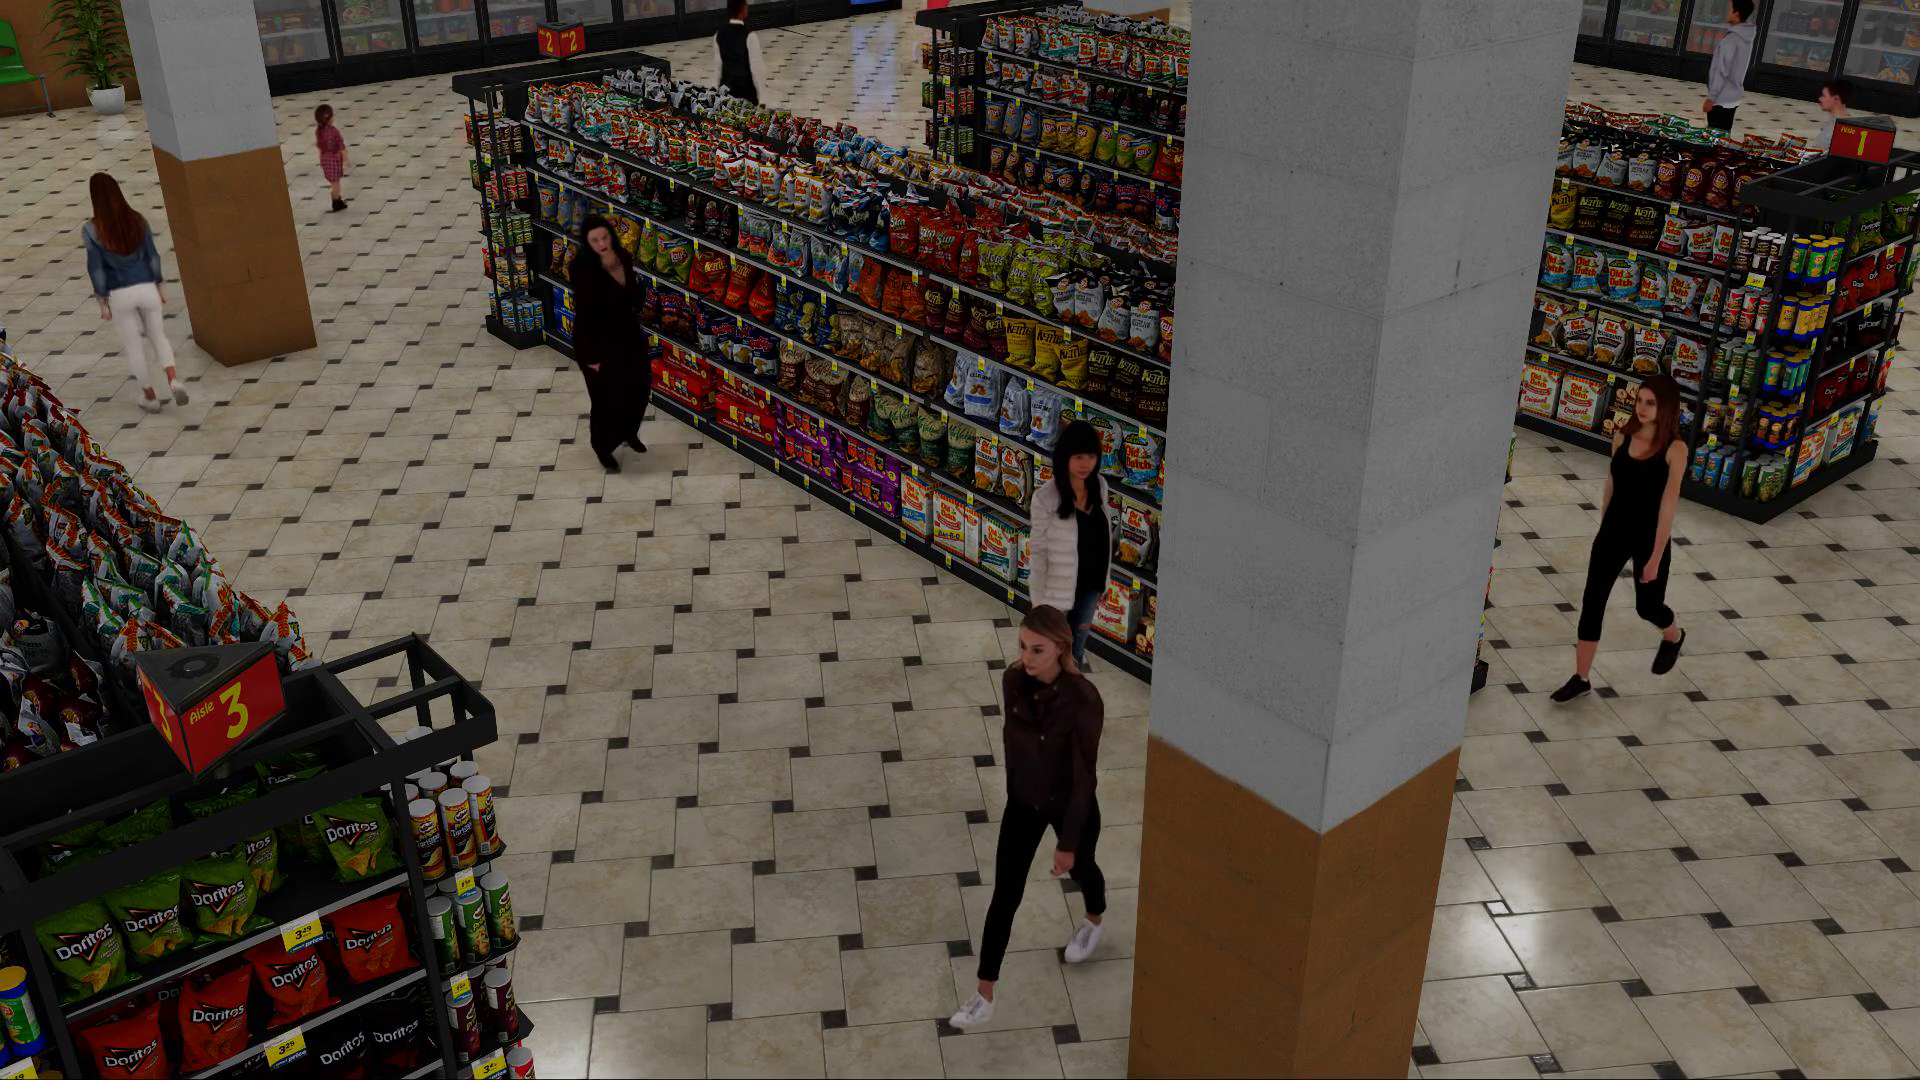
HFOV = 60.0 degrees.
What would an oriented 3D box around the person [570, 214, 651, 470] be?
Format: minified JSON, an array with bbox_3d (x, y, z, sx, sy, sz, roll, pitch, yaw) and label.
[{"bbox_3d":[-2.243,-1.235,10.481,0.824,1.714,0.798,10,29,19],"label":"person"}]

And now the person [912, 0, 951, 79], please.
[{"bbox_3d":[-0.352,-6.914,21.575,0.598,1.810,0.913,-22,34,-37],"label":"person"}]

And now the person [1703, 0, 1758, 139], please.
[{"bbox_3d":[7.593,-4.399,16.481,0.646,1.930,0.711,22,34,36],"label":"person"}]

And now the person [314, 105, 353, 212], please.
[{"bbox_3d":[-6.095,-3.675,16.068,0.486,1.013,0.562,10,29,20],"label":"person"}]

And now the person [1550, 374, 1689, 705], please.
[{"bbox_3d":[3.332,0.001,8.054,0.637,1.704,0.987,-19,33,-33],"label":"person"}]

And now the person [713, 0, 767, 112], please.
[{"bbox_3d":[-2.223,-4.362,16.457,1.263,1.887,1.075,14,30,26],"label":"person"}]

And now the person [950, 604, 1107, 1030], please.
[{"bbox_3d":[0.397,0.981,6.187,1.133,1.646,0.879,18,32,31],"label":"person"}]

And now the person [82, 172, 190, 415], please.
[{"bbox_3d":[-5.578,-1.633,11.288,0.647,1.694,0.808,-23,35,-38],"label":"person"}]

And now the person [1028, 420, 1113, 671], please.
[{"bbox_3d":[0.501,0.195,7.749,0.610,1.635,0.542,-19,33,-33],"label":"person"}]
